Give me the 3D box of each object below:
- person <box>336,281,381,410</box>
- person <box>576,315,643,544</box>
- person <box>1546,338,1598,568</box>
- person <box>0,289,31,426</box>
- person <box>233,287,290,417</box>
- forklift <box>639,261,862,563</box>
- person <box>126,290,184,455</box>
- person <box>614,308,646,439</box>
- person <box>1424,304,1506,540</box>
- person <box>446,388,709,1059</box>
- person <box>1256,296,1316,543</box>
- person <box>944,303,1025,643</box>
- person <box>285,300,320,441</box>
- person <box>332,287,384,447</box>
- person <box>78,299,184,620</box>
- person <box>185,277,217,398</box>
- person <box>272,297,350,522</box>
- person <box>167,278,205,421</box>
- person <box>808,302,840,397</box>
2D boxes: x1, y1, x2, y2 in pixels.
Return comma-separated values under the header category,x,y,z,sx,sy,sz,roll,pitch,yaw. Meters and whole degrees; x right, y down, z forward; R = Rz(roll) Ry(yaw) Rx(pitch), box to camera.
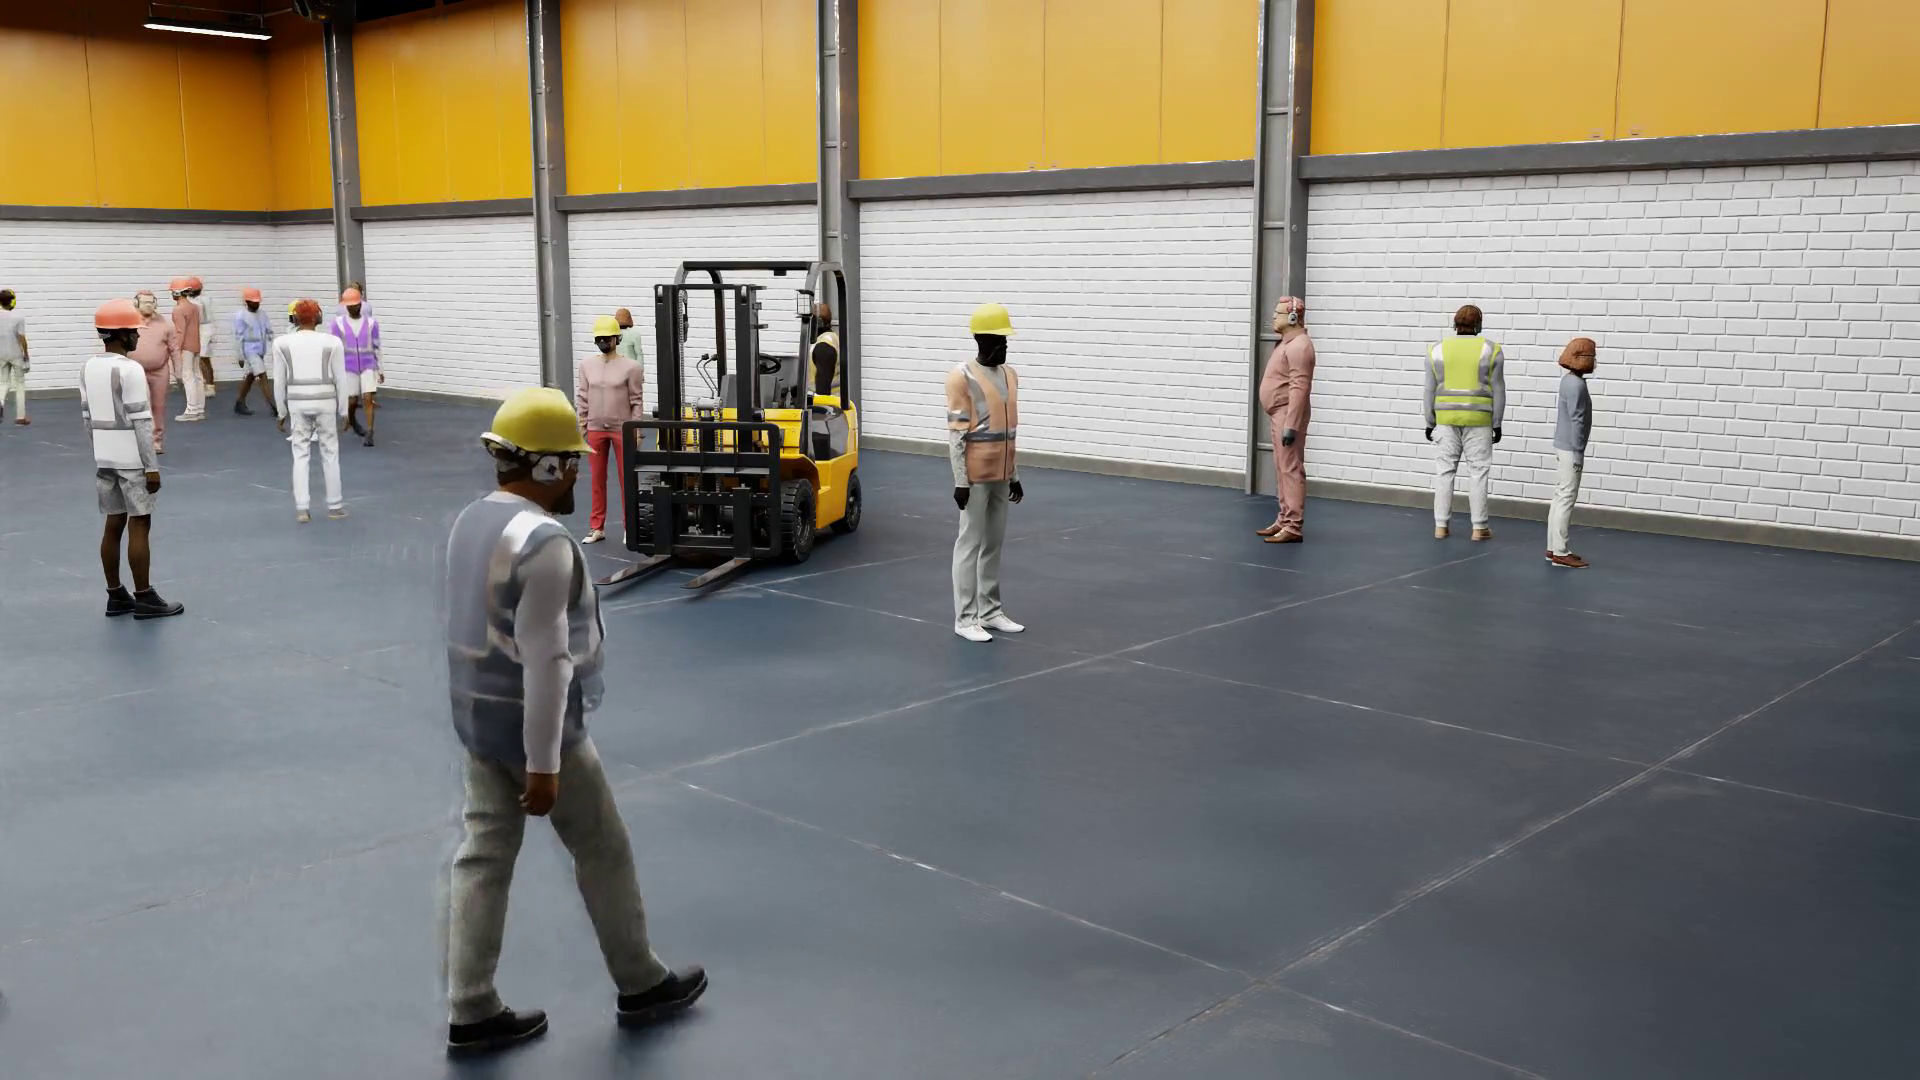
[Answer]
category,x,y,z,sx,sy,sz,roll,pitch,yaw
person,-9.087,-2.933,25.108,0.627,1.940,0.372,3,10,19
person,-2.699,-0.843,12.822,0.524,1.769,0.309,1,9,6
person,4.387,-0.627,11.900,0.265,1.632,0.508,2,9,12
person,-12.802,-2.437,22.363,0.537,1.841,0.580,-1,9,-3
person,-10.131,-2.691,23.868,1.044,1.870,0.556,3,10,17
forklift,-1.552,-1.040,12.721,1.214,2.155,2.313,2,9,11
person,-9.112,-1.866,18.749,0.666,1.869,0.928,-6,11,-33
person,-4.163,-2.063,20.699,0.507,1.636,0.275,2,9,12
person,3.957,-0.918,13.050,0.619,1.845,0.430,5,10,28
person,-1.085,0.483,4.576,0.828,1.793,0.608,-8,12,-40
person,2.527,-0.931,12.924,0.407,1.912,0.641,0,9,3
person,0.160,-0.391,9.555,0.365,1.928,0.586,7,12,37
person,-8.104,-2.078,20.491,0.484,1.735,0.308,2,9,11
person,-7.265,-2.092,20.059,0.575,1.908,0.737,-4,10,-21
person,-5.051,-0.483,10.093,0.542,1.938,0.358,5,10,27
person,-12.522,-3.333,27.437,0.384,1.992,0.711,-2,9,-10
person,-5.448,-1.093,14.006,0.583,1.882,0.340,-2,10,-14
person,-10.842,-2.666,23.293,0.379,1.996,0.608,0,9,-1
person,-1.180,-1.113,14.280,0.430,1.835,0.620,-1,9,-3
